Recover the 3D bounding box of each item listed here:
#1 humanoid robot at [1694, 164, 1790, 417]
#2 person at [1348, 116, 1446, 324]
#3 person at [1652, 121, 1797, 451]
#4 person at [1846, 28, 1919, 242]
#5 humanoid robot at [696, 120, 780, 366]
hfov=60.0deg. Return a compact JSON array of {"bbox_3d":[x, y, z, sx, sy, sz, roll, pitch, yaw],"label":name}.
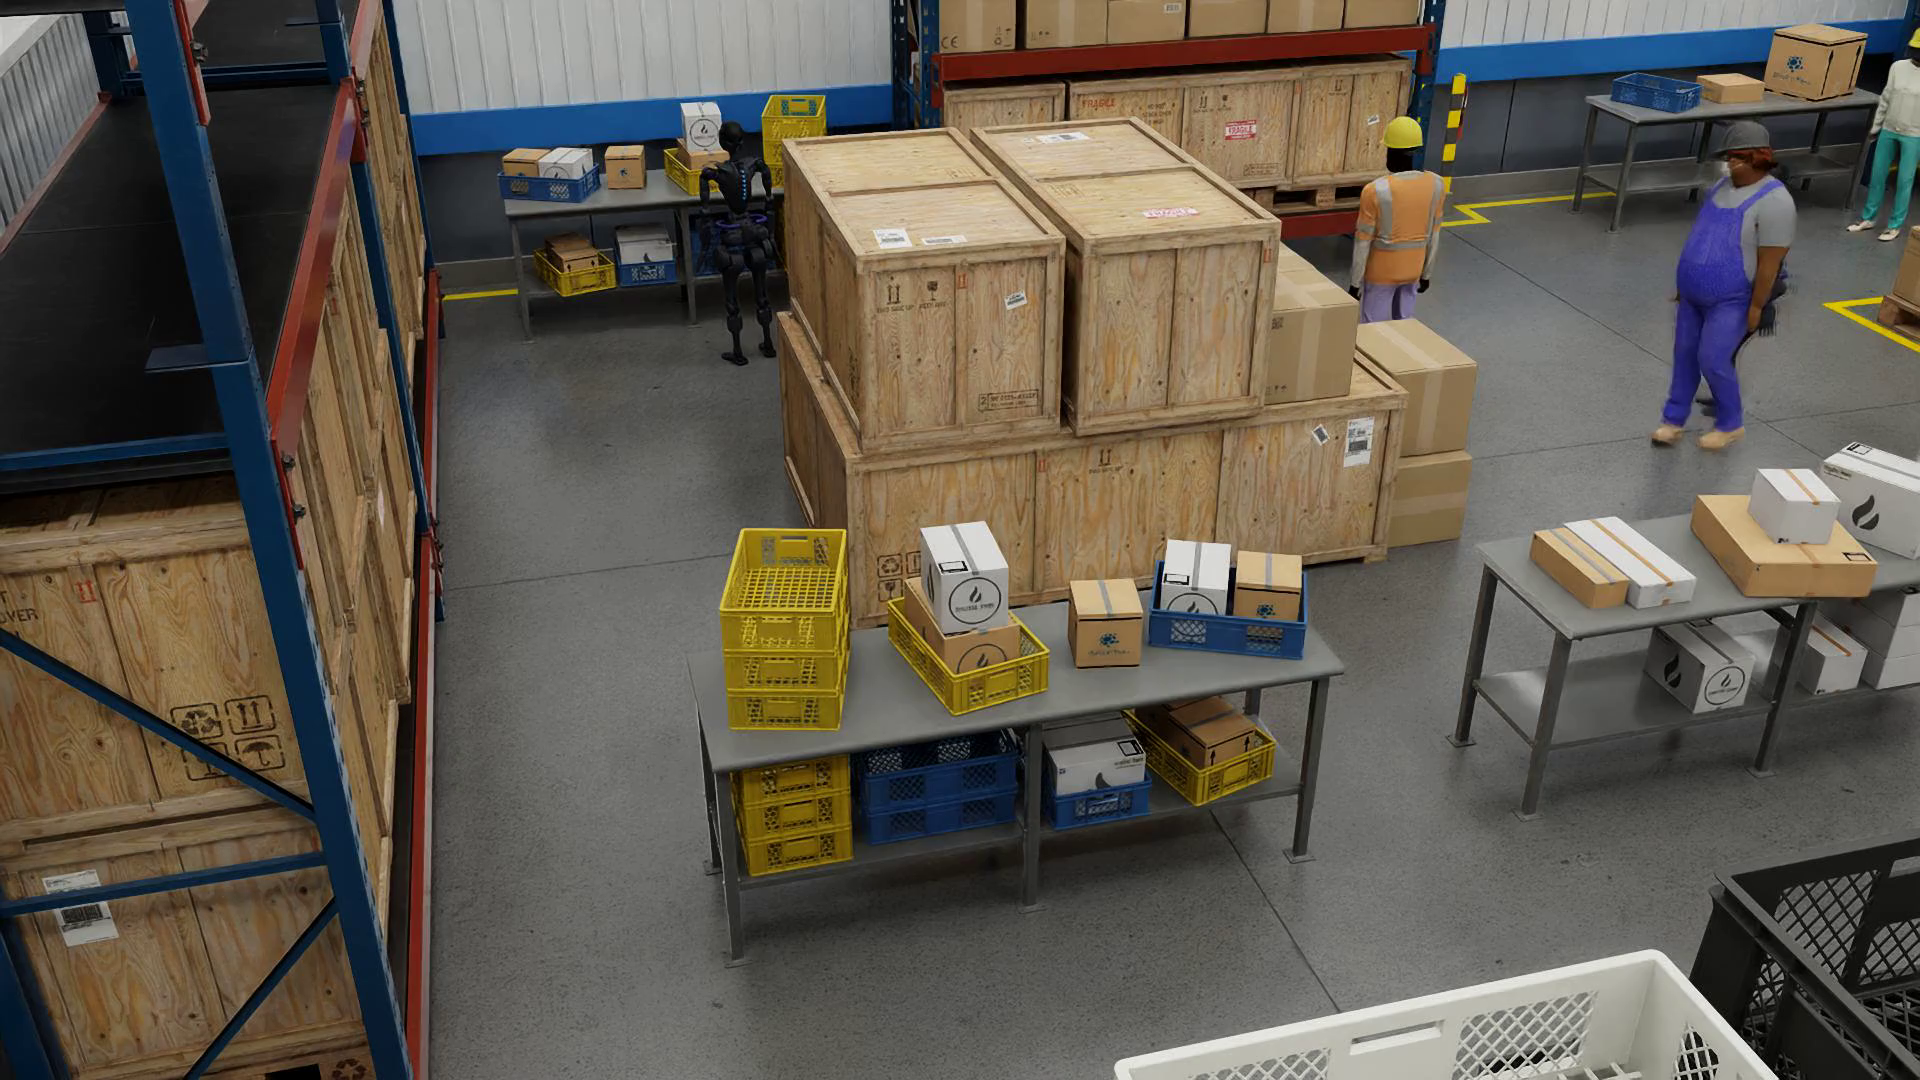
[{"bbox_3d":[4.947,-1.562,10.490,0.383,1.646,0.684,0,29,0],"label":"humanoid robot"},{"bbox_3d":[2.716,-1.706,10.511,0.587,1.920,0.400,-9,30,-16],"label":"person"},{"bbox_3d":[4.597,-1.539,10.076,0.557,2.000,0.723,-8,30,-14],"label":"person"},{"bbox_3d":[7.721,-3.333,13.622,0.336,1.760,0.528,-15,32,-26],"label":"person"},{"bbox_3d":[-1.508,-2.025,11.318,0.595,1.657,0.326,-17,33,-28],"label":"humanoid robot"}]
